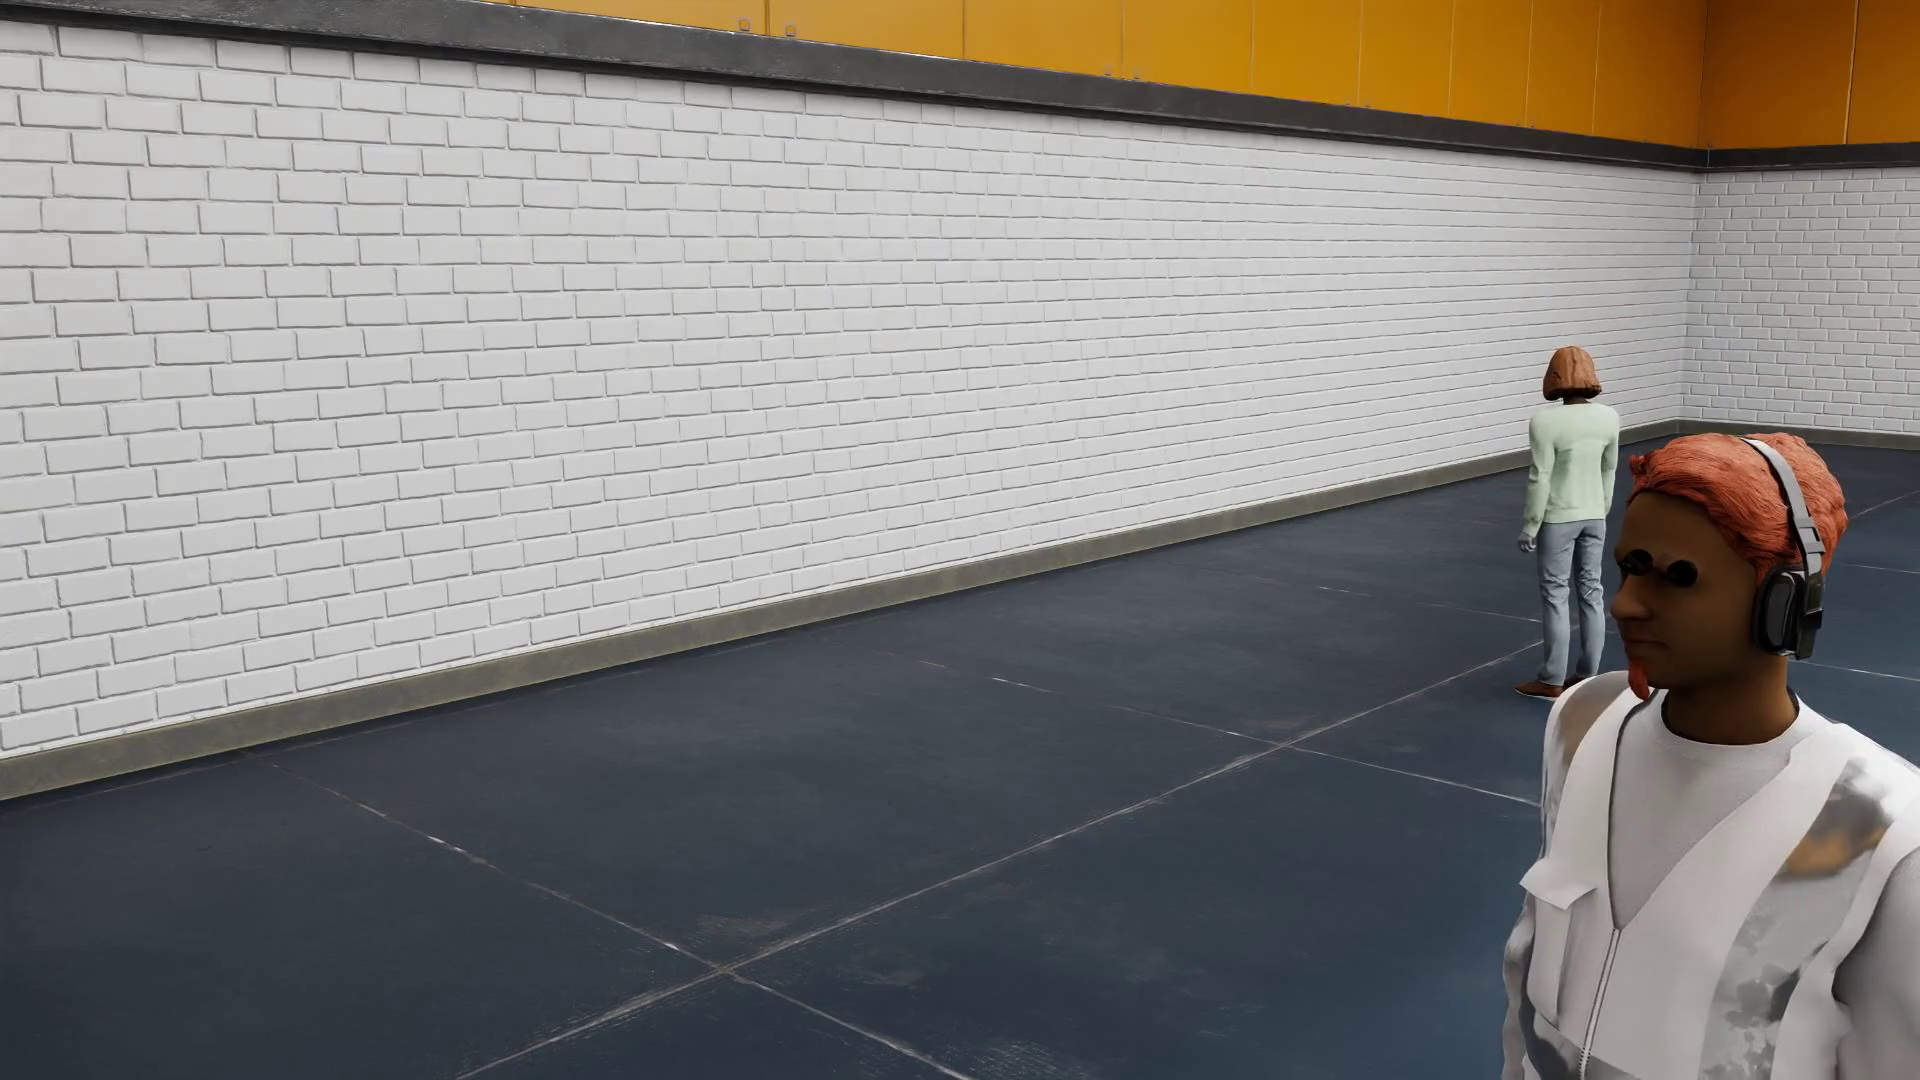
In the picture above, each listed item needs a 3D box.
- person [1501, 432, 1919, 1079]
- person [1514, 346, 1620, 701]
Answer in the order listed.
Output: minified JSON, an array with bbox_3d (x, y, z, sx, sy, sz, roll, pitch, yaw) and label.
[{"bbox_3d":[0.808,0.815,1.894,0.356,1.883,0.572,-4,11,-23],"label":"person"},{"bbox_3d":[2.789,-0.072,7.649,0.499,1.632,0.285,-4,11,-22],"label":"person"}]
